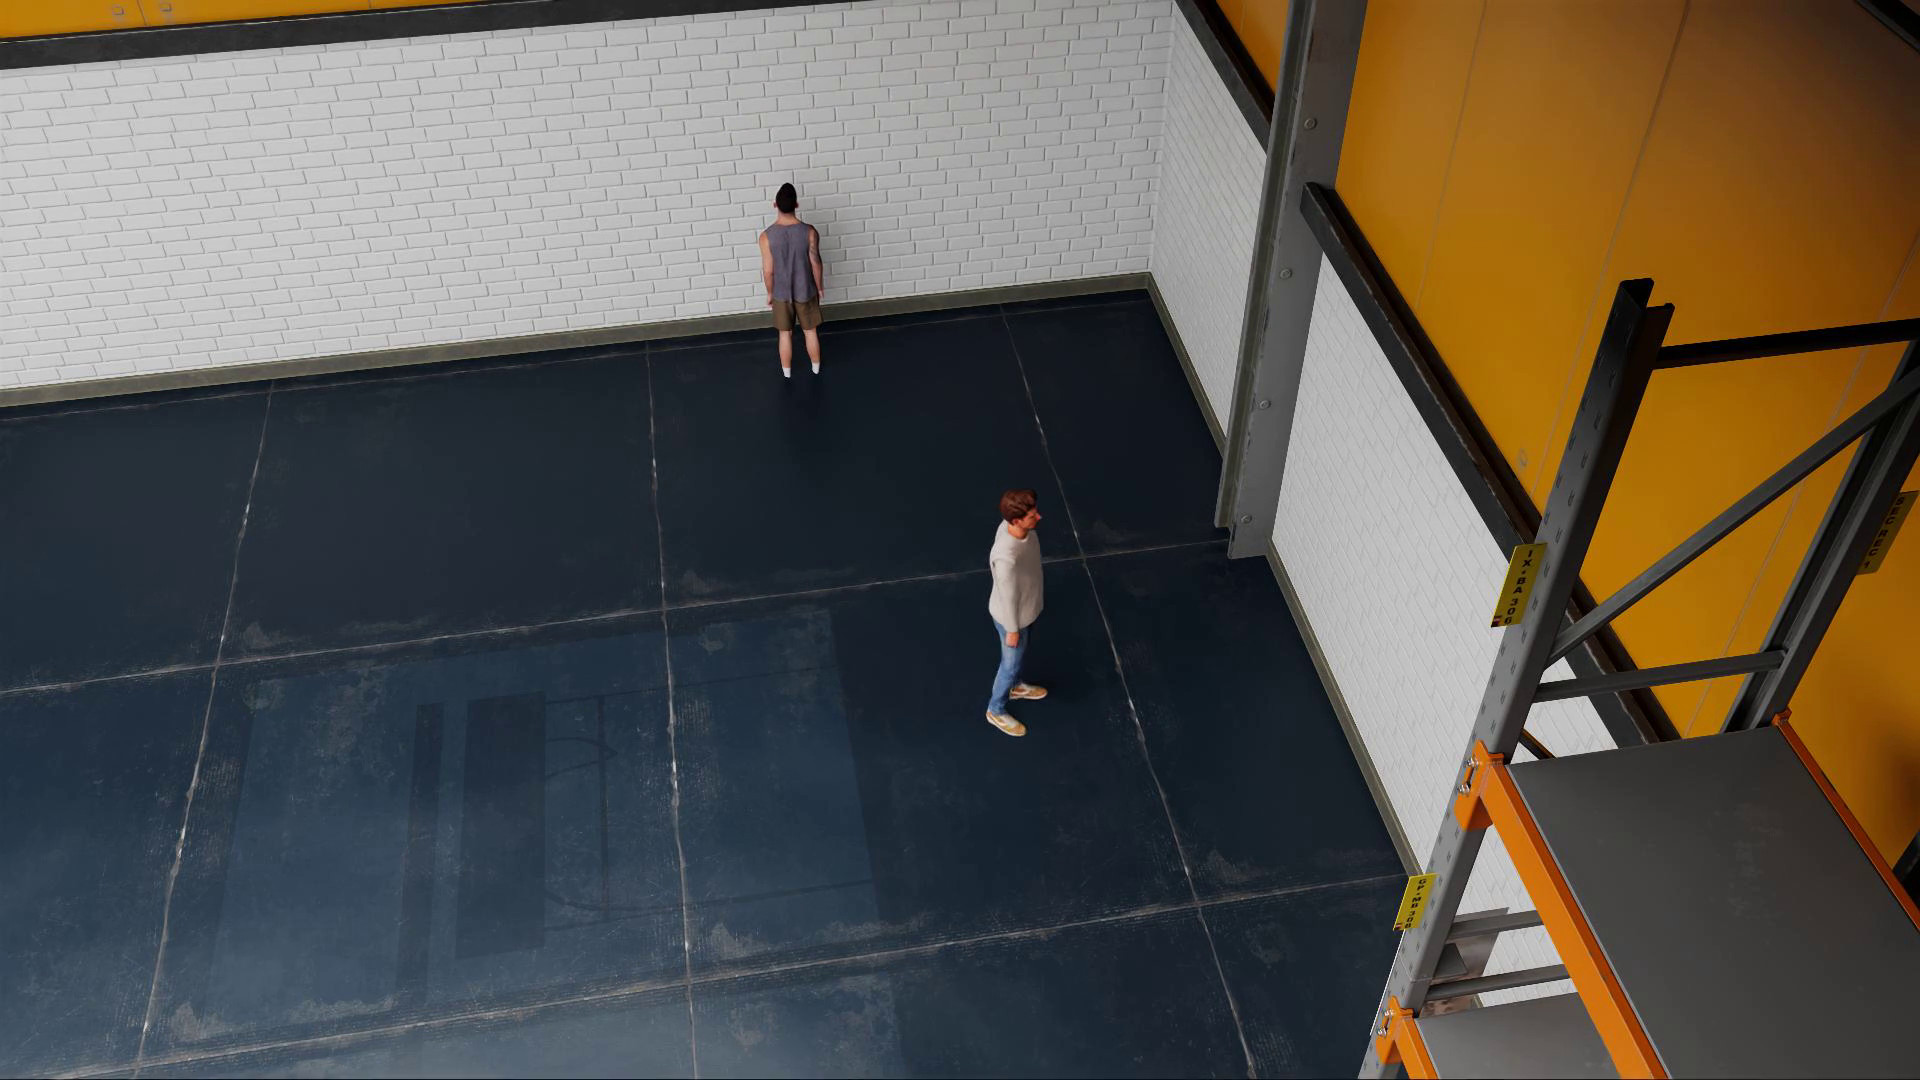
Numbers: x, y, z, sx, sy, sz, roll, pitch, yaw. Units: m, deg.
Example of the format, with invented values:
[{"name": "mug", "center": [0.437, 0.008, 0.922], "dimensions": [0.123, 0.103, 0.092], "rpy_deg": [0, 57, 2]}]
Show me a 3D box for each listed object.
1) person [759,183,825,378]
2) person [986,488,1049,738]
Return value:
[{"name": "person", "center": [-1.304, -1.969, 13.037], "dimensions": [0.619, 1.845, 0.557], "rpy_deg": [-7, 44, -8]}, {"name": "person", "center": [0.330, 0.413, 10.297], "dimensions": [0.810, 1.906, 0.678], "rpy_deg": [9, 44, 9]}]
